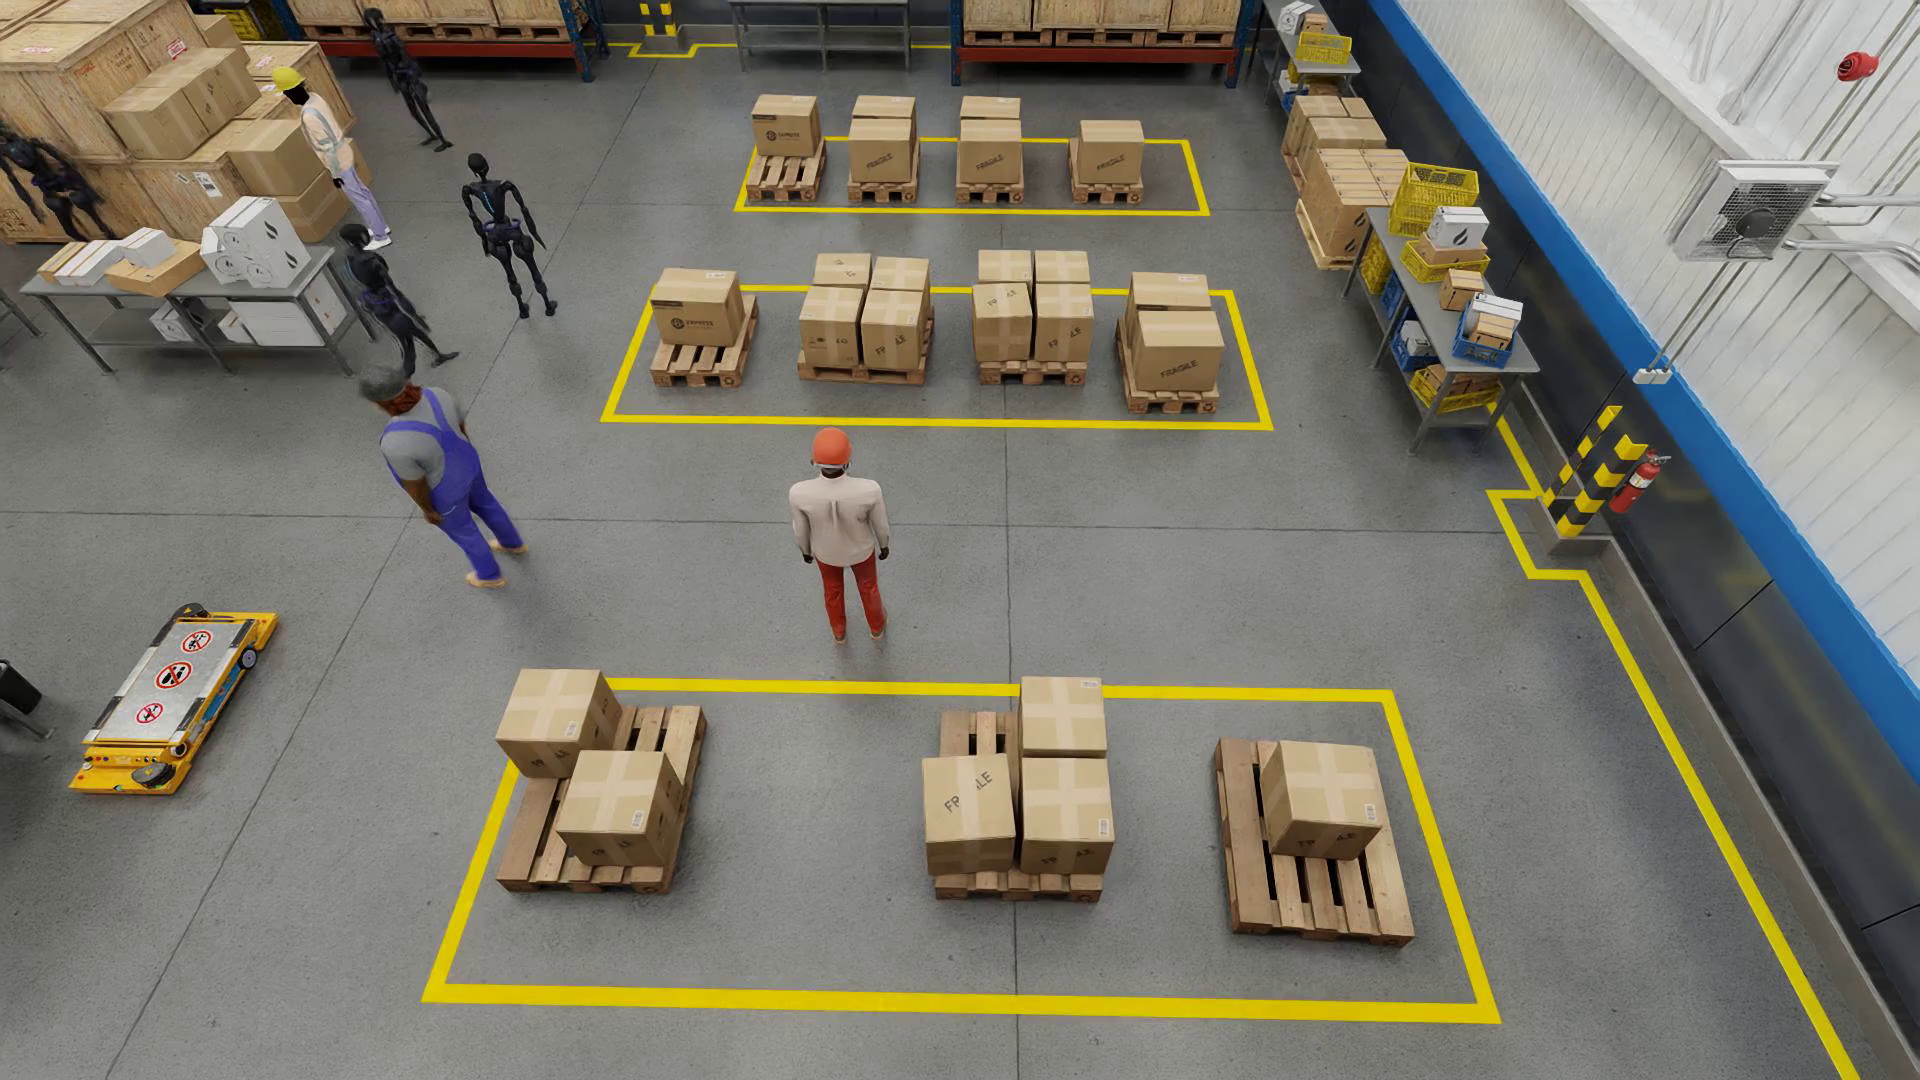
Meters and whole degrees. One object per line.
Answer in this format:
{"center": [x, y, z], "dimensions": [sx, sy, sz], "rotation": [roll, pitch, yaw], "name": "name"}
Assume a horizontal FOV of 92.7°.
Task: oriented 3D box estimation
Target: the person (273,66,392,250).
{"center": [-6.590, -4.003, 9.672], "dimensions": [0.368, 1.922, 0.584], "rotation": [-16, 52, -13], "name": "person"}

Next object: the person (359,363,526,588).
{"center": [-3.744, -0.460, 6.596], "dimensions": [0.536, 2.000, 0.679], "rotation": [8, 50, 6], "name": "person"}

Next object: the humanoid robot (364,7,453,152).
{"center": [-6.719, -5.559, 11.145], "dimensions": [0.711, 1.649, 0.397], "rotation": [24, 54, 19], "name": "humanoid robot"}

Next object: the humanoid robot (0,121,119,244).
{"center": [-9.301, -3.587, 9.491], "dimensions": [0.675, 1.634, 0.422], "rotation": [-14, 51, -12], "name": "humanoid robot"}

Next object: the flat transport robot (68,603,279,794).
{"center": [-5.504, 1.072, 6.442], "dimensions": [0.652, 0.197, 1.431], "rotation": [1, 50, 1], "name": "flat transport robot"}

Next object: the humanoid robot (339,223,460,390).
{"center": [-5.128, -2.085, 8.243], "dimensions": [0.619, 1.620, 0.740], "rotation": [32, 57, 24], "name": "humanoid robot"}

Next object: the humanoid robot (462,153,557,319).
{"center": [-4.406, -2.951, 8.940], "dimensions": [0.577, 1.651, 0.333], "rotation": [-7, 50, -6], "name": "humanoid robot"}

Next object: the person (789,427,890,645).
{"center": [-0.784, 0.021, 6.219], "dimensions": [0.621, 1.991, 0.394], "rotation": [-4, 50, -3], "name": "person"}

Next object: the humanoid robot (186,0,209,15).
{"center": [-9.863, -6.466, 11.915], "dimensions": [0.571, 1.651, 0.325], "rotation": [-26, 54, -20], "name": "humanoid robot"}
